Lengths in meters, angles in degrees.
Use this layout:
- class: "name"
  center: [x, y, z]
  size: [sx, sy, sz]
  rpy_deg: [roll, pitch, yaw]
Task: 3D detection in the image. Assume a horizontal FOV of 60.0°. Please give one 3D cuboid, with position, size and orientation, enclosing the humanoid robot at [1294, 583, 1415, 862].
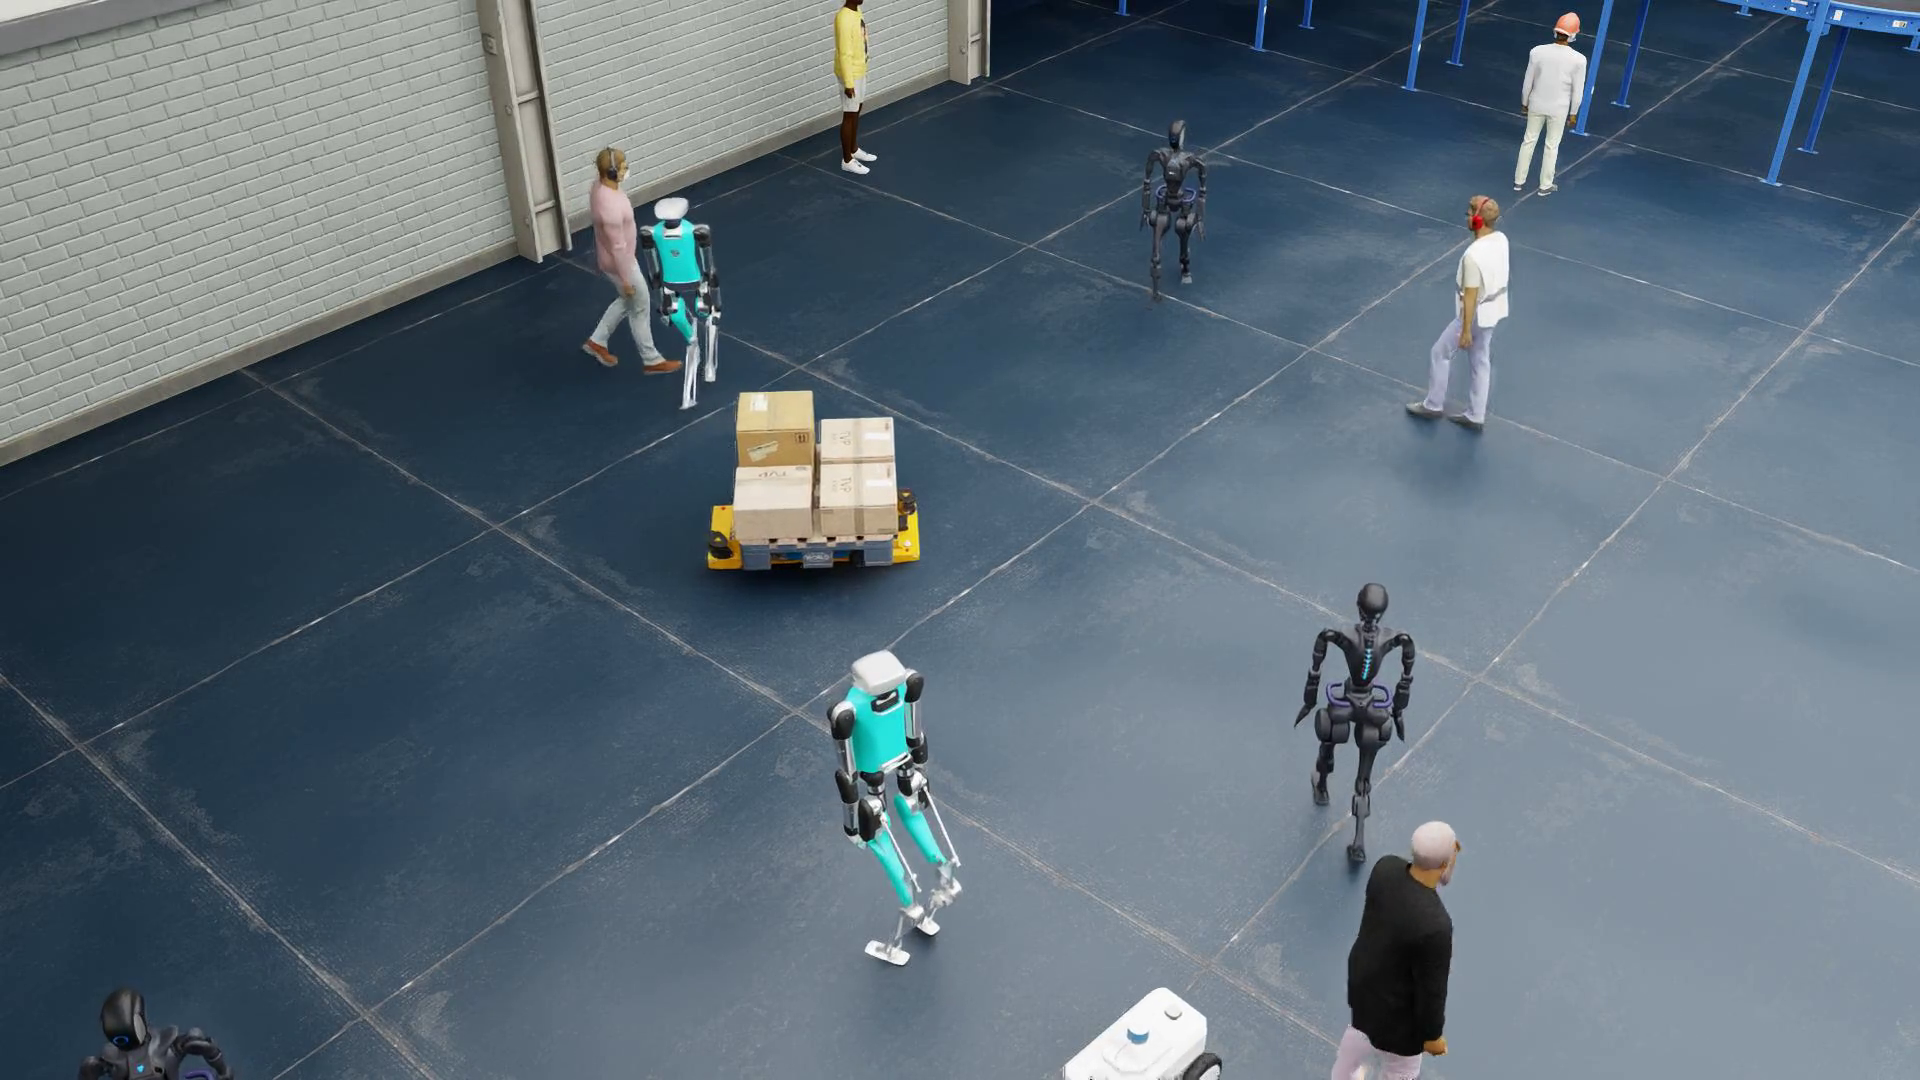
- class: "humanoid robot"
  center: [2.112, 0.941, 8.895]
  size: [0.591, 1.638, 0.765]
  rpy_deg: [2, 36, 3]

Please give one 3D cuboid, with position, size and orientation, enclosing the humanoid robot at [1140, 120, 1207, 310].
- class: "humanoid robot"
  center: [1.846, -2.821, 14.194]
  size: [0.586, 1.632, 0.799]
  rpy_deg: [11, 37, 15]

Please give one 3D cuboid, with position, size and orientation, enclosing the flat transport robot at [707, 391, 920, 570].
- class: "flat transport robot"
  center: [-1.006, -0.082, 11.503]
  size: [1.431, 0.231, 0.659]
  rpy_deg: [-2, 36, -3]

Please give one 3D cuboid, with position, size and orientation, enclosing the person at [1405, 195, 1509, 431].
- class: "person"
  center: [3.770, -1.687, 12.428]
  size: [0.728, 1.810, 0.597]
  rpy_deg: [28, 44, 34]

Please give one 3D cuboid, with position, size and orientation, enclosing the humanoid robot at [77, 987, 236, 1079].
- class: "humanoid robot"
  center: [-3.157, 2.434, 6.761]
  size: [0.589, 1.651, 0.431]
  rpy_deg: [-13, 37, -17]

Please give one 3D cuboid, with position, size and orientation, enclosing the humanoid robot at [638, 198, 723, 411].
- class: "humanoid robot"
  center: [-2.069, -1.873, 12.740]
  size: [0.556, 1.729, 0.995]
  rpy_deg: [1, 35, 1]

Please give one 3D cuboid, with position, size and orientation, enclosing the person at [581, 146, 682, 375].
- class: "person"
  center: [-2.655, -2.151, 12.986]
  size: [0.726, 1.923, 0.635]
  rpy_deg: [-9, 37, -13]

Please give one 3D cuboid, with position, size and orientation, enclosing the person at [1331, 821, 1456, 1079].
- class: "person"
  center: [1.899, 1.979, 7.269]
  size: [0.395, 1.840, 0.608]
  rpy_deg: [-8, 36, -11]

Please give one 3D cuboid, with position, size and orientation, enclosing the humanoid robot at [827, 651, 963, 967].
- class: "humanoid robot"
  center: [-0.249, 1.383, 8.145]
  size: [0.537, 1.767, 0.719]
  rpy_deg: [-27, 43, -32]

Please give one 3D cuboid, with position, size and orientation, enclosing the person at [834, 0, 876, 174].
- class: "person"
  center: [-1.056, -4.596, 16.436]
  size: [0.364, 1.898, 0.559]
  rpy_deg: [6, 36, 9]

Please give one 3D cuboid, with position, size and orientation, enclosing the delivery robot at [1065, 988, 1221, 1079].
- class: "delivery robot"
  center: [0.814, 2.434, 7.711]
  size: [0.769, 0.580, 0.499]
  rpy_deg: [-29, 45, -34]

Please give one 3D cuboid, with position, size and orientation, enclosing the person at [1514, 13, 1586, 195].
- class: "person"
  center: [5.677, -4.187, 15.986]
  size: [0.571, 1.750, 0.329]
  rpy_deg: [22, 41, 28]
